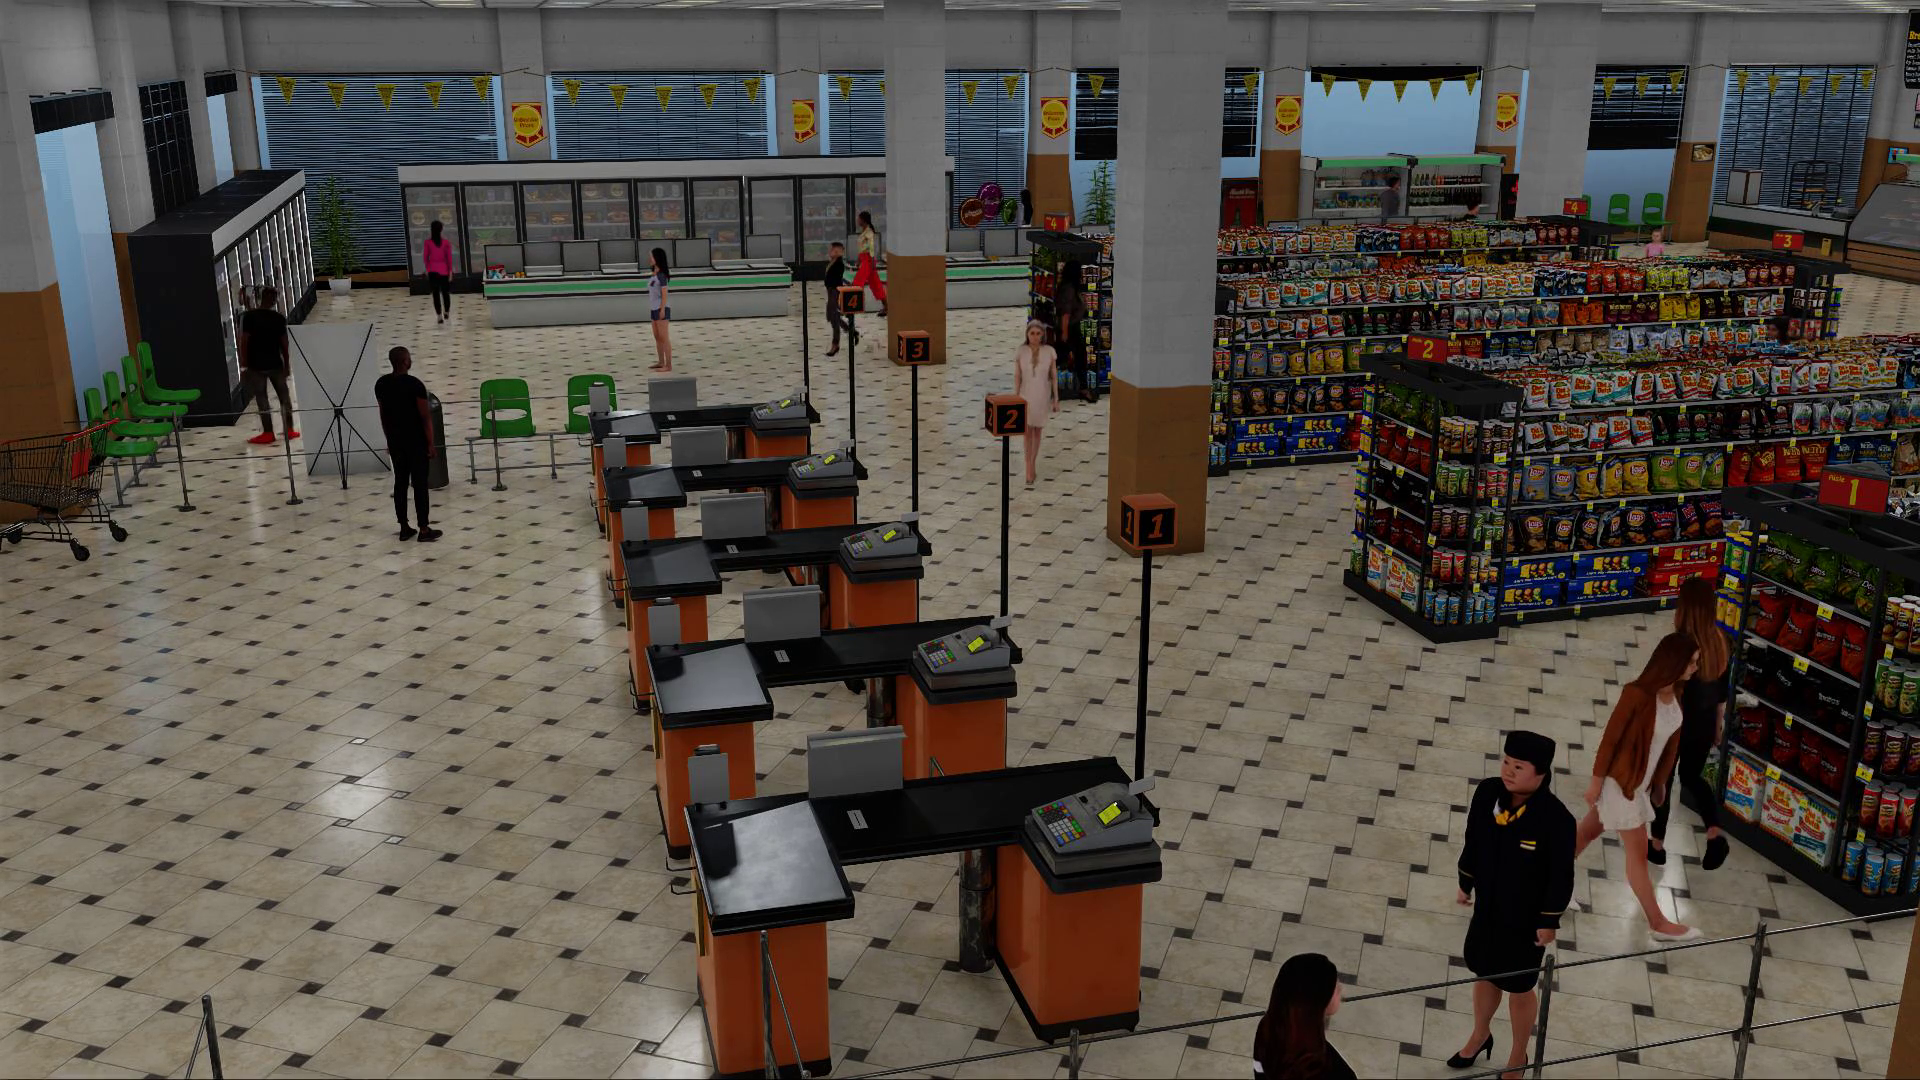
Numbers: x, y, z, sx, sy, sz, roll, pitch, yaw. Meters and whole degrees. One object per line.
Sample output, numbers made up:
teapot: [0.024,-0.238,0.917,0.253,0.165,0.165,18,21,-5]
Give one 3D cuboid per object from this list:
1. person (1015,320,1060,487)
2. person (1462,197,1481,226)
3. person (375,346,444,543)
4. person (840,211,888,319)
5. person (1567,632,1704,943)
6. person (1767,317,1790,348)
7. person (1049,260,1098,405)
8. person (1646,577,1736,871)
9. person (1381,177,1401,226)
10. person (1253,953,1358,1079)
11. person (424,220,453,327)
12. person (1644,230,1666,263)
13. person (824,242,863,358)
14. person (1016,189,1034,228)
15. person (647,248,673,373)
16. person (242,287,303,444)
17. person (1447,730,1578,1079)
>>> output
person: [0.781,-1.449,17.398,1.009,1.705,0.843,0,17,-1]
person: [8.718,-4.974,28.823,1.187,1.811,0.725,-5,18,-17]
person: [-5.100,-0.886,15.354,0.680,1.815,0.810,4,17,14]
person: [-1.422,-4.460,27.262,1.150,1.734,0.601,-4,17,-13]
person: [3.360,1.246,8.626,1.131,1.644,0.992,-12,21,-35]
person: [8.614,-1.497,17.556,0.753,1.704,0.651,-10,19,-29]
person: [1.258,-2.594,21.021,1.154,1.790,0.886,1,17,3]
person: [4.058,1.063,9.145,0.805,1.692,0.674,-4,17,-14]
person: [8.421,-6.231,32.879,1.007,1.859,0.749,-6,18,-19]
person: [1.144,2.147,5.667,0.606,1.639,0.622,-6,18,-20]
person: [-8.352,-4.229,26.649,1.079,1.649,0.660,-5,18,-17]
person: [12.218,-4.836,29.320,0.597,1.258,0.656,10,19,29]
person: [-1.733,-3.506,24.254,0.790,1.658,0.628,-6,18,-18]
person: [1.239,-5.878,31.949,0.732,1.725,0.649,12,21,35]
person: [-4.197,-3.224,23.240,0.622,1.707,0.651,-10,19,-29]
person: [-7.979,-1.990,19.052,0.902,1.778,0.745,12,20,33]
person: [2.434,1.627,7.327,0.754,1.671,0.776,-12,20,-33]
